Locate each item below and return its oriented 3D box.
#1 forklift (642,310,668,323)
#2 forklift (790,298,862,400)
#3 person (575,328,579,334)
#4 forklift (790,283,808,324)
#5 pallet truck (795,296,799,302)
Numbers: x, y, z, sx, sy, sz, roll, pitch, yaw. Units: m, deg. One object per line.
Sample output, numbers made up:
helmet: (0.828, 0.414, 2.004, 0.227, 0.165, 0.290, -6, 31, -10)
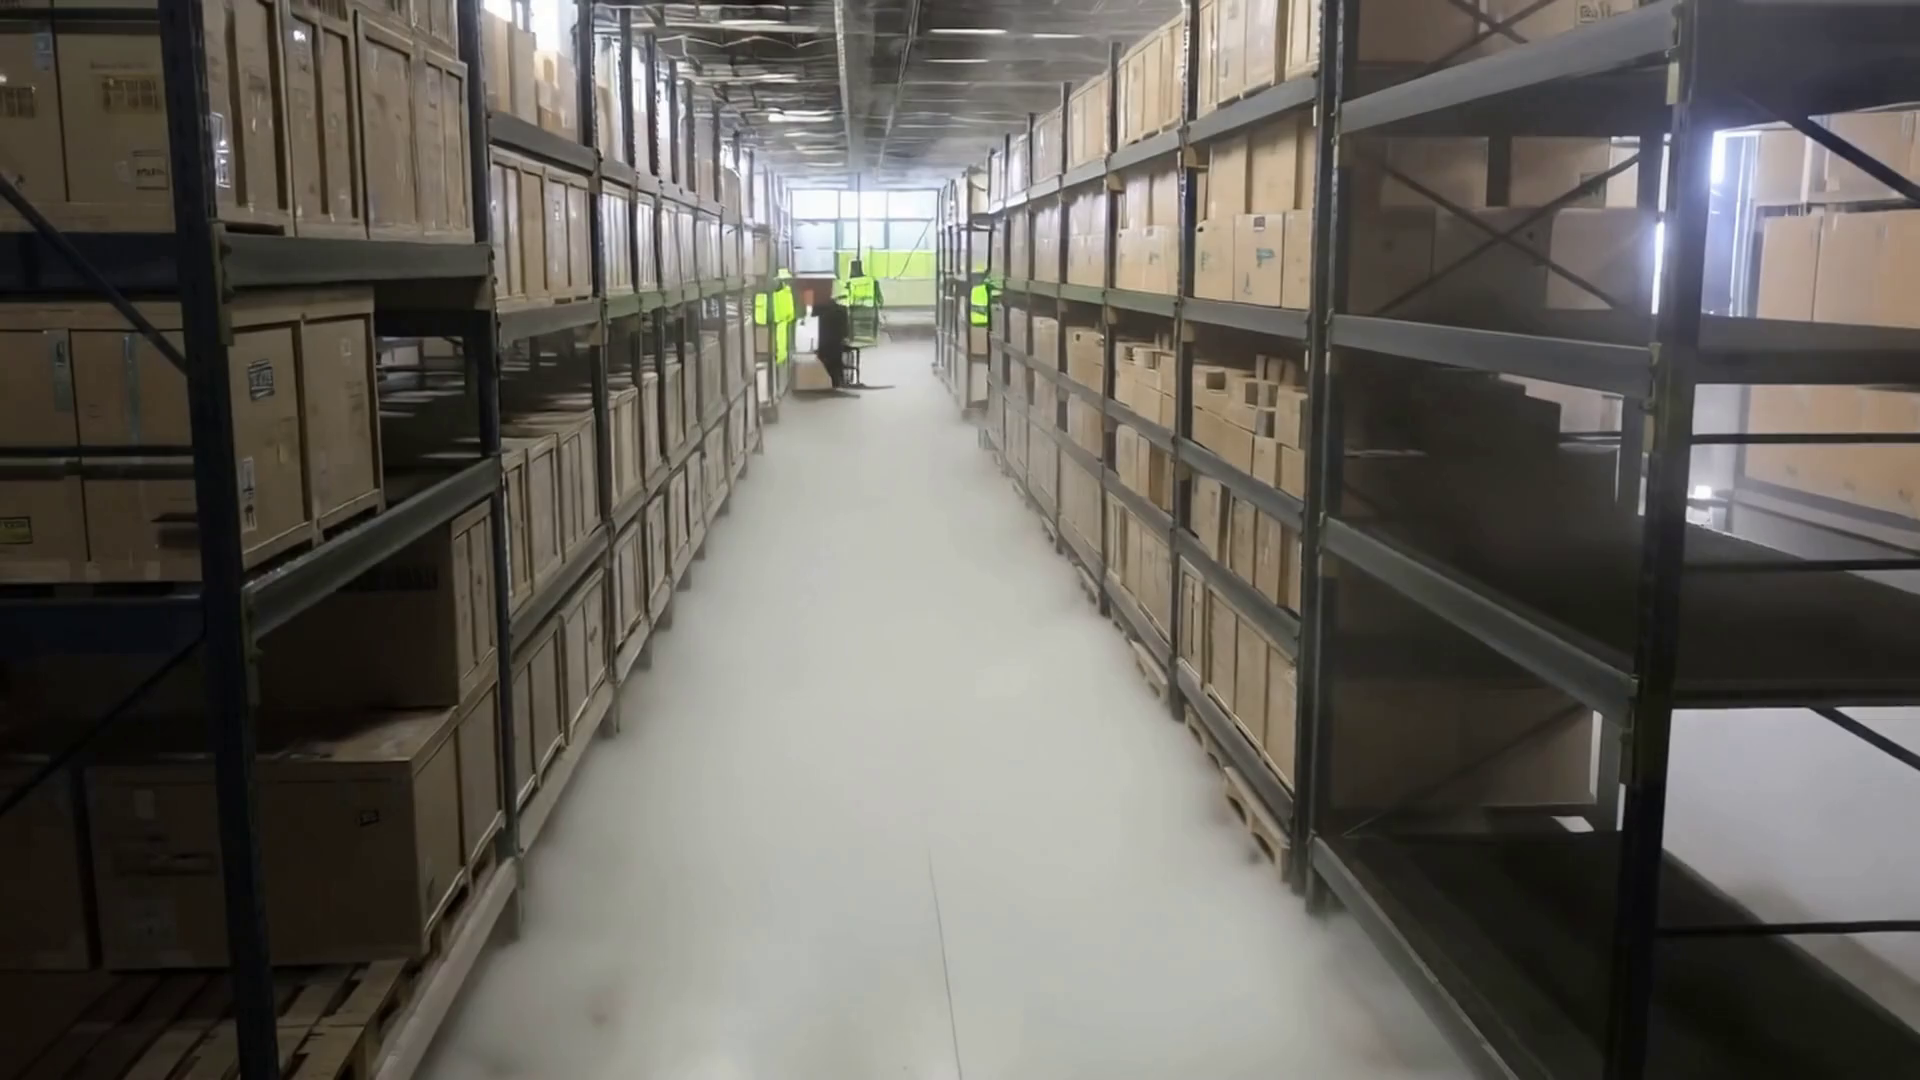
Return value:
forklift: (-10.371, -7.075, 56.732, 1.129, 2.768, 1.873, -1, 10, -3)
forklift: (-3.756, -5.330, 46.305, 1.873, 2.768, 1.129, -2, 10, -12)
person: (-10.683, -4.892, 46.182, 0.608, 2.045, 0.391, -5, 11, -27)
forklift: (-7.780, -10.929, 79.753, 1.129, 2.768, 1.873, -5, 11, -30)
pallet truck: (-8.622, -12.439, 91.403, 1.885, 1.965, 0.823, 2, 10, 13)
